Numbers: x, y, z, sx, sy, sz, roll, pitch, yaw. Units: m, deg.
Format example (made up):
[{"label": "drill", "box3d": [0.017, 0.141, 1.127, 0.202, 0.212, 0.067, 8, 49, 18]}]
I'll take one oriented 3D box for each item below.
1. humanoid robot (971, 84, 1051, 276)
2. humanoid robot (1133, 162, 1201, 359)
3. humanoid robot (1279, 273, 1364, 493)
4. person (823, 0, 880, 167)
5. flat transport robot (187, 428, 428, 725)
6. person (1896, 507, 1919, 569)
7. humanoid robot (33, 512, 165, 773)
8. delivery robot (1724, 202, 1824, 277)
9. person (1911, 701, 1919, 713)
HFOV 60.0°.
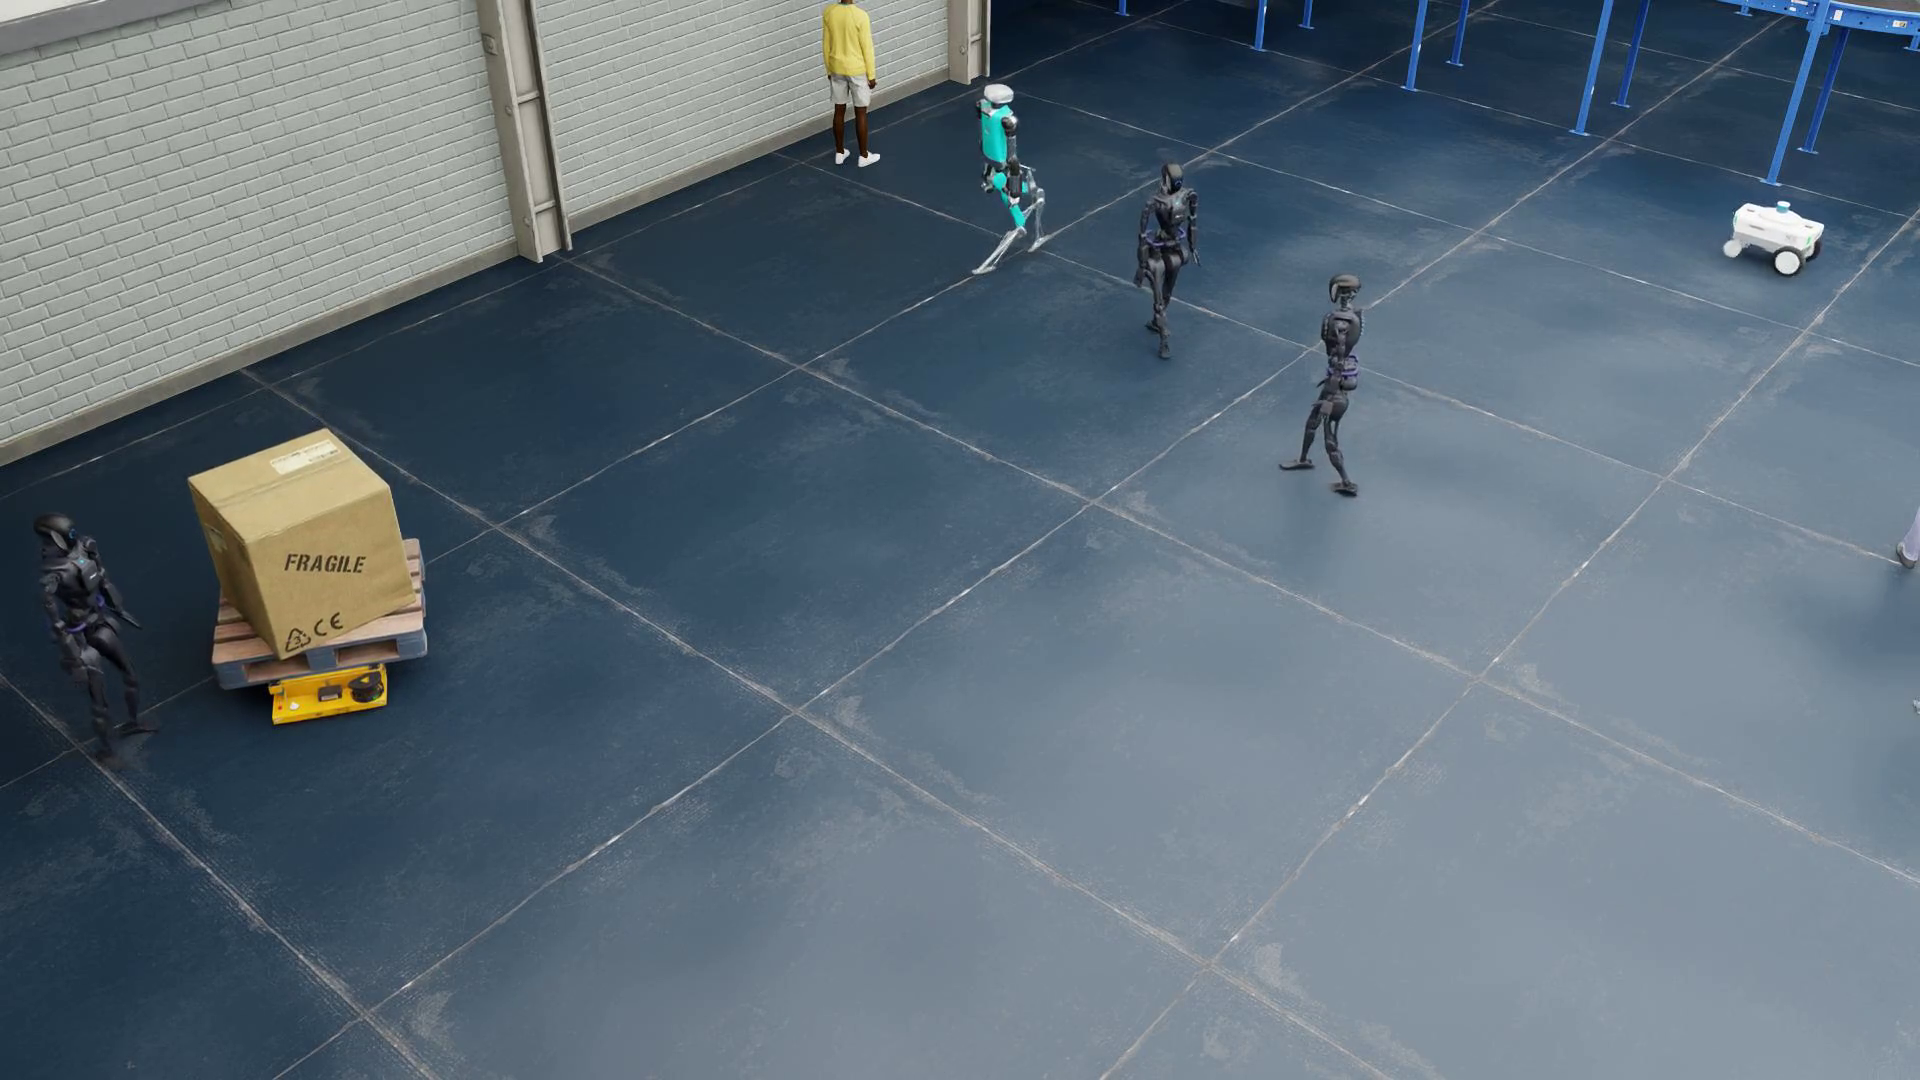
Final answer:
[{"label": "humanoid robot", "box3d": [0.550, -3.201, 14.668, 1.054, 1.765, 0.540, -21, 41, -27]}, {"label": "humanoid robot", "box3d": [1.695, -2.297, 13.416, 0.618, 1.627, 0.681, -18, 39, -23]}, {"label": "humanoid robot", "box3d": [2.630, -1.097, 11.745, 0.590, 1.640, 0.627, 8, 36, 10]}, {"label": "person", "box3d": [-1.091, -4.647, 16.510, 0.545, 1.899, 0.376, 13, 38, 18]}, {"label": "flat transport robot", "box3d": [-3.985, 0.603, 10.541, 0.659, 0.231, 1.431, -9, 37, -13]}, {"label": "person", "box3d": [6.593, -0.574, 10.834, 0.563, 1.846, 0.391, 16, 38, 21]}, {"label": "humanoid robot", "box3d": [-4.918, 0.529, 9.426, 0.310, 1.649, 0.601, 3, 36, 4]}, {"label": "delivery robot", "box3d": [7.371, -2.743, 15.009, 0.818, 0.614, 0.499, 28, 44, 33]}, {"label": "person", "box3d": [5.950, 0.391, 9.591, 0.599, 1.710, 0.387, -27, 43, -33]}]
